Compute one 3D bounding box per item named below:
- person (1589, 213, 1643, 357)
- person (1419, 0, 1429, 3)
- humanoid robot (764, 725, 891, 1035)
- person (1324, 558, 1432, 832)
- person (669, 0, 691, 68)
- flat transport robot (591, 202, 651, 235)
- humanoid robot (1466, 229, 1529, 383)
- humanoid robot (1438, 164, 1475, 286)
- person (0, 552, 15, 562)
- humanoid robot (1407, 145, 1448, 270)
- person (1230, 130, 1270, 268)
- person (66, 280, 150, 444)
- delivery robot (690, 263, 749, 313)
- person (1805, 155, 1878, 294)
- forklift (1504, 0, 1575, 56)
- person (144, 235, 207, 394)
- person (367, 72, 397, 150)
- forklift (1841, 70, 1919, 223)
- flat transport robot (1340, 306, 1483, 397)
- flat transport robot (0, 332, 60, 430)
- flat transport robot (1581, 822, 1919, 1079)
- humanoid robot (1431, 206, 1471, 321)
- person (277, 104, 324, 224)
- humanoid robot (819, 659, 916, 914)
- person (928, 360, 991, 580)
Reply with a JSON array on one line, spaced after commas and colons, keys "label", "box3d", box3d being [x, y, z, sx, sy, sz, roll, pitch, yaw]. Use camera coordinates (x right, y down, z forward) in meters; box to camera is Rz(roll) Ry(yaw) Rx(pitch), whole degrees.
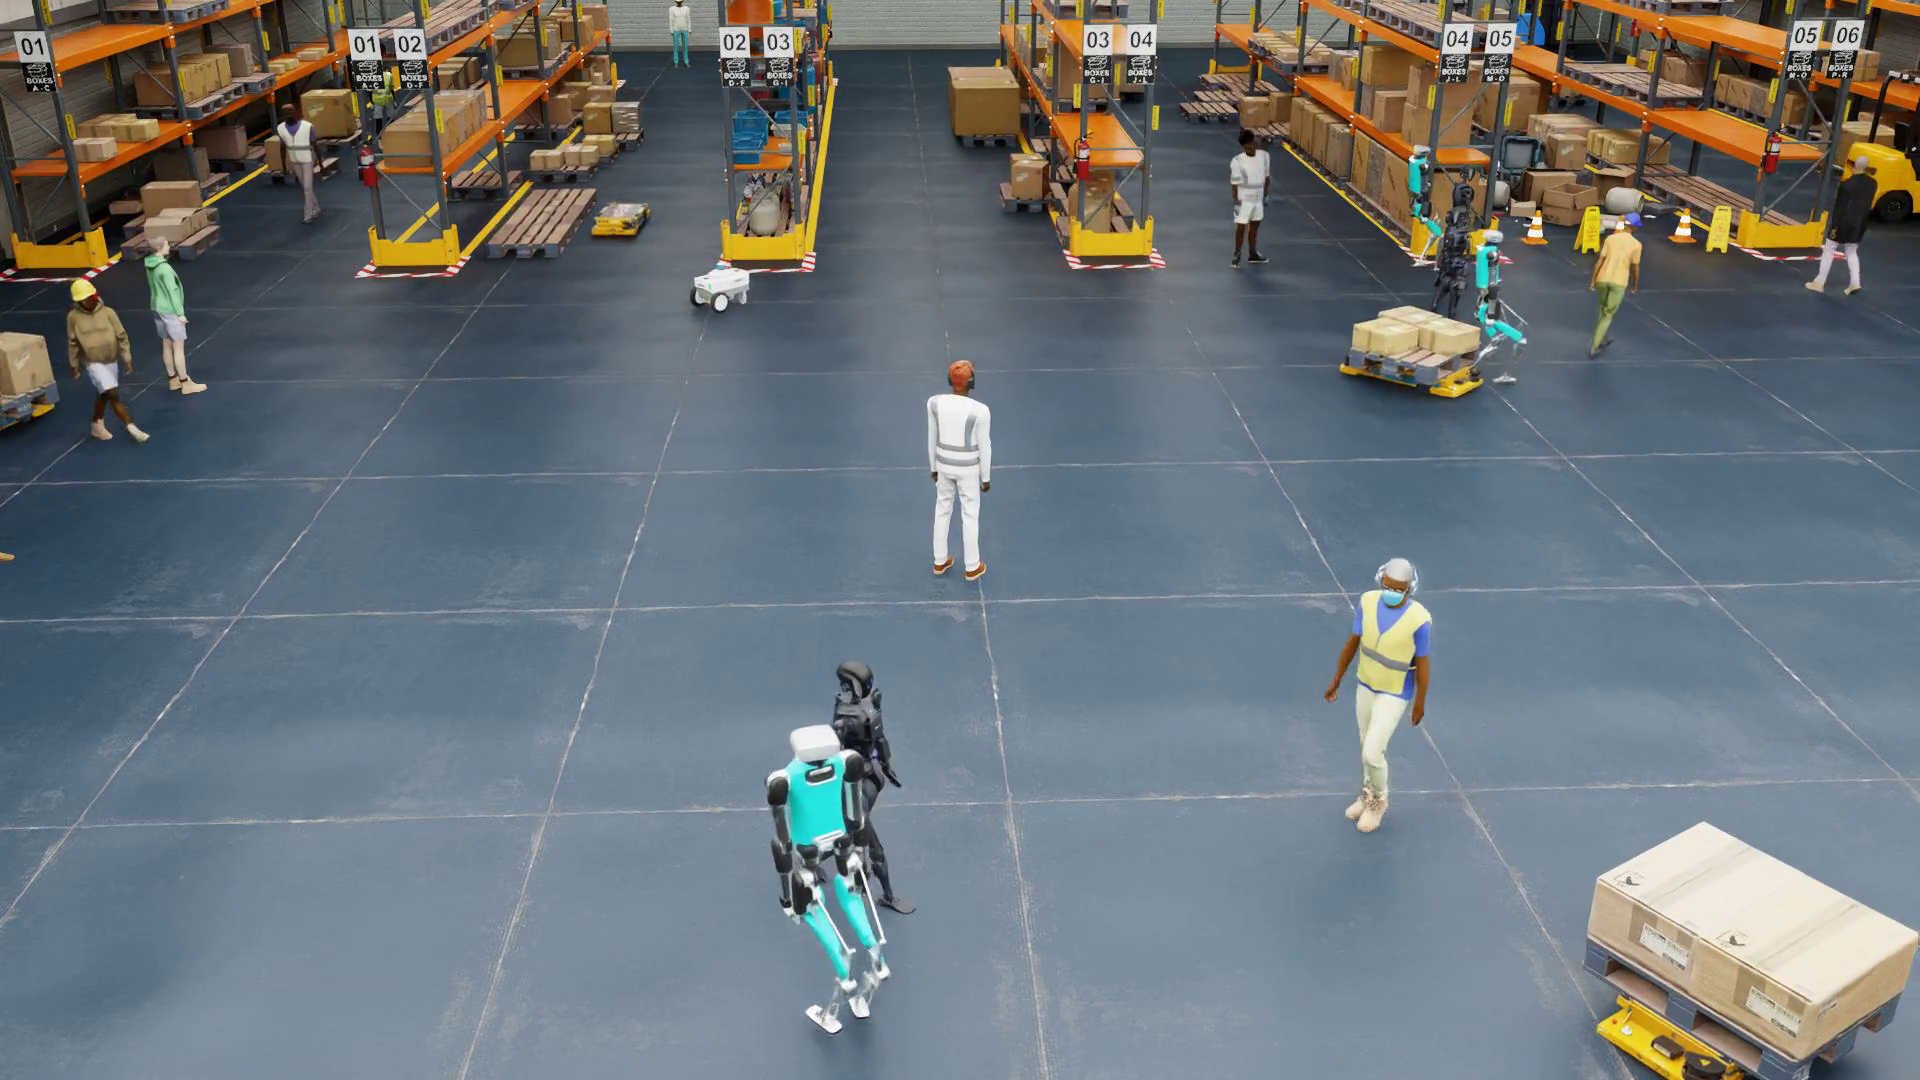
[{"label": "person", "box3d": [7.683, -2.999, 19.494, 0.463, 1.655, 0.830, 19, 31, 37]}, {"label": "person", "box3d": [11.670, -12.996, 41.793, 0.381, 1.797, 0.609, -6, 25, -14]}, {"label": "humanoid robot", "box3d": [-0.606, 1.821, 8.454, 0.535, 1.692, 0.742, -13, 27, -28]}, {"label": "person", "box3d": [2.587, 0.957, 10.355, 0.549, 1.868, 0.562, -17, 29, -34]}, {"label": "person", "box3d": [-6.809, -12.415, 40.536, 0.522, 1.761, 0.325, -10, 26, -21]}, {"label": "flat transport robot", "box3d": [-5.207, -4.947, 25.587, 0.659, 0.231, 1.431, 0, 24, 0]}, {"label": "humanoid robot", "box3d": [6.000, -2.564, 18.442, 0.947, 1.757, 0.541, 0, 24, 0]}, {"label": "humanoid robot", "box3d": [6.616, -4.159, 22.071, 0.315, 1.654, 0.599, -1, 24, -2]}, {"label": "person", "box3d": [-8.336, -0.606, 13.856, 0.379, 1.893, 0.572, 0, 24, -1]}, {"label": "humanoid robot", "box3d": [6.527, -4.554, 22.937, 0.855, 1.787, 0.562, -4, 24, -9]}, {"label": "person", "box3d": [4.084, -4.749, 23.121, 0.775, 1.930, 0.374, -11, 26, -23]}, {"label": "person", "box3d": [-8.622, -1.785, 16.704, 0.821, 1.701, 0.496, 19, 30, 36]}, {"label": "delivery robot", "box3d": [-3.097, -3.255, 21.459, 0.518, 0.614, 0.785, 21, 31, 38]}, {"label": "person", "box3d": [11.662, -4.120, 21.820, 0.541, 1.828, 0.623, -2, 24, -5]}, {"label": "forklift", "box3d": [14.700, -13.805, 42.301, 1.873, 2.768, 1.129, -1, 24, -2]}, {"label": "person", "box3d": [-8.650, -2.467, 18.203, 0.475, 1.743, 0.336, 19, 30, 36]}, {"label": "person", "box3d": [-10.769, -8.154, 31.036, 0.534, 1.696, 0.318, -18, 30, -35]}, {"label": "forklift", "box3d": [15.132, -6.143, 25.915, 2.313, 2.155, 1.214, -1, 24, -2]}, {"label": "flat transport robot", "box3d": [5.079, -1.904, 18.750, 1.431, 0.231, 0.659, 20, 31, 37]}, {"label": "flat transport robot", "box3d": [-10.199, -1.237, 17.253, 0.659, 0.231, 1.431, 6, 25, 12]}, {"label": "flat transport robot", "box3d": [4.137, 2.487, 8.884, 1.431, 0.231, 0.659, -15, 28, -31]}, {"label": "humanoid robot", "box3d": [5.862, -3.136, 19.792, 0.351, 1.647, 0.612, -7, 25, -15]}, {"label": "person", "box3d": [-10.155, -5.777, 25.565, 0.577, 1.796, 0.887, 3, 24, 7]}, {"label": "humanoid robot", "box3d": [-0.619, 1.406, 9.674, 0.787, 1.648, 0.591, 10, 26, 21]}, {"label": "person", "box3d": [-0.006, -0.577, 13.802, 0.566, 1.876, 0.345, 11, 26, 23]}]
